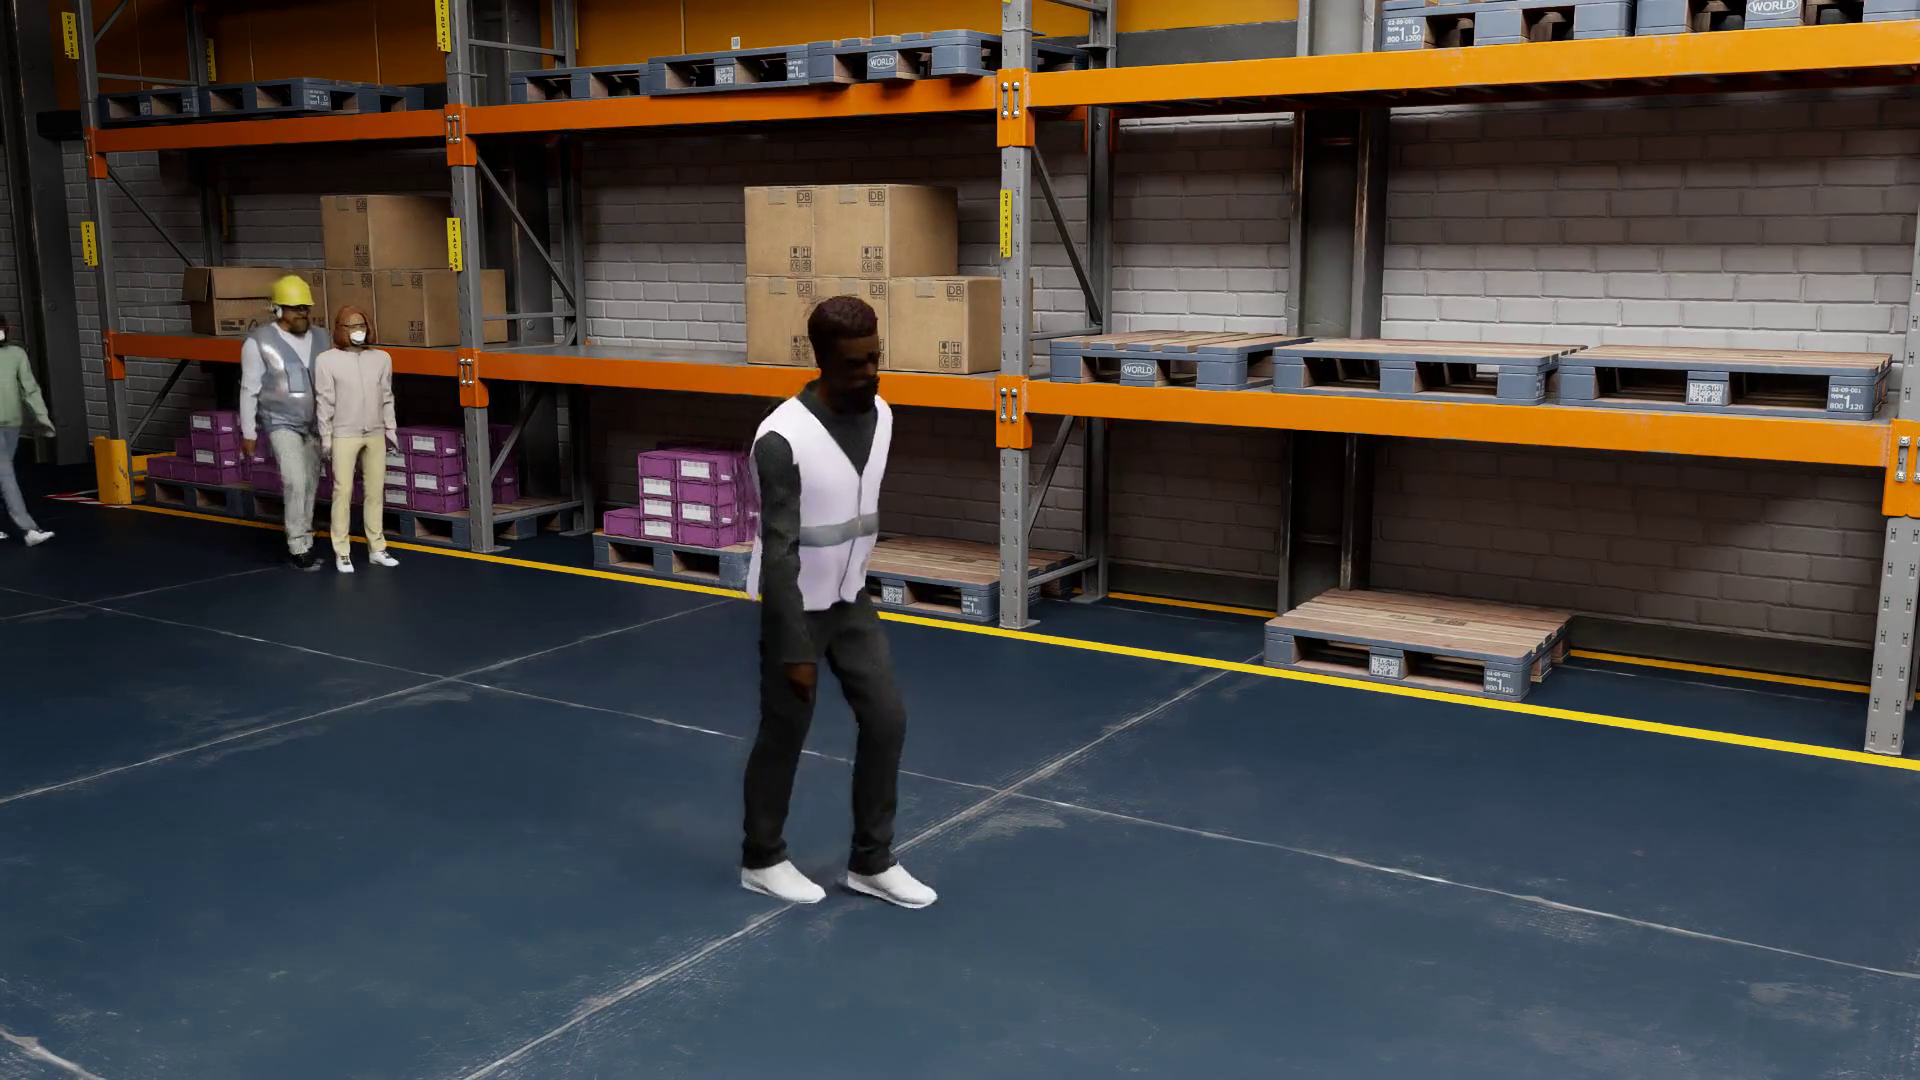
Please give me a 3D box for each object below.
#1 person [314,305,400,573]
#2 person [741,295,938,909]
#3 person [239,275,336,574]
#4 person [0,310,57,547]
[{"bbox_3d":[-3.688,-0.622,10.205,0.266,1.631,0.507,10,14,42],"label":"person"},{"bbox_3d":[-0.389,0.214,4.912,0.744,1.866,0.609,7,12,34],"label":"person"},{"bbox_3d":[-4.011,-0.701,10.169,0.660,1.805,0.625,7,12,34],"label":"person"},{"bbox_3d":[-6.370,-0.751,11.054,0.879,1.585,0.514,4,11,22],"label":"person"}]
